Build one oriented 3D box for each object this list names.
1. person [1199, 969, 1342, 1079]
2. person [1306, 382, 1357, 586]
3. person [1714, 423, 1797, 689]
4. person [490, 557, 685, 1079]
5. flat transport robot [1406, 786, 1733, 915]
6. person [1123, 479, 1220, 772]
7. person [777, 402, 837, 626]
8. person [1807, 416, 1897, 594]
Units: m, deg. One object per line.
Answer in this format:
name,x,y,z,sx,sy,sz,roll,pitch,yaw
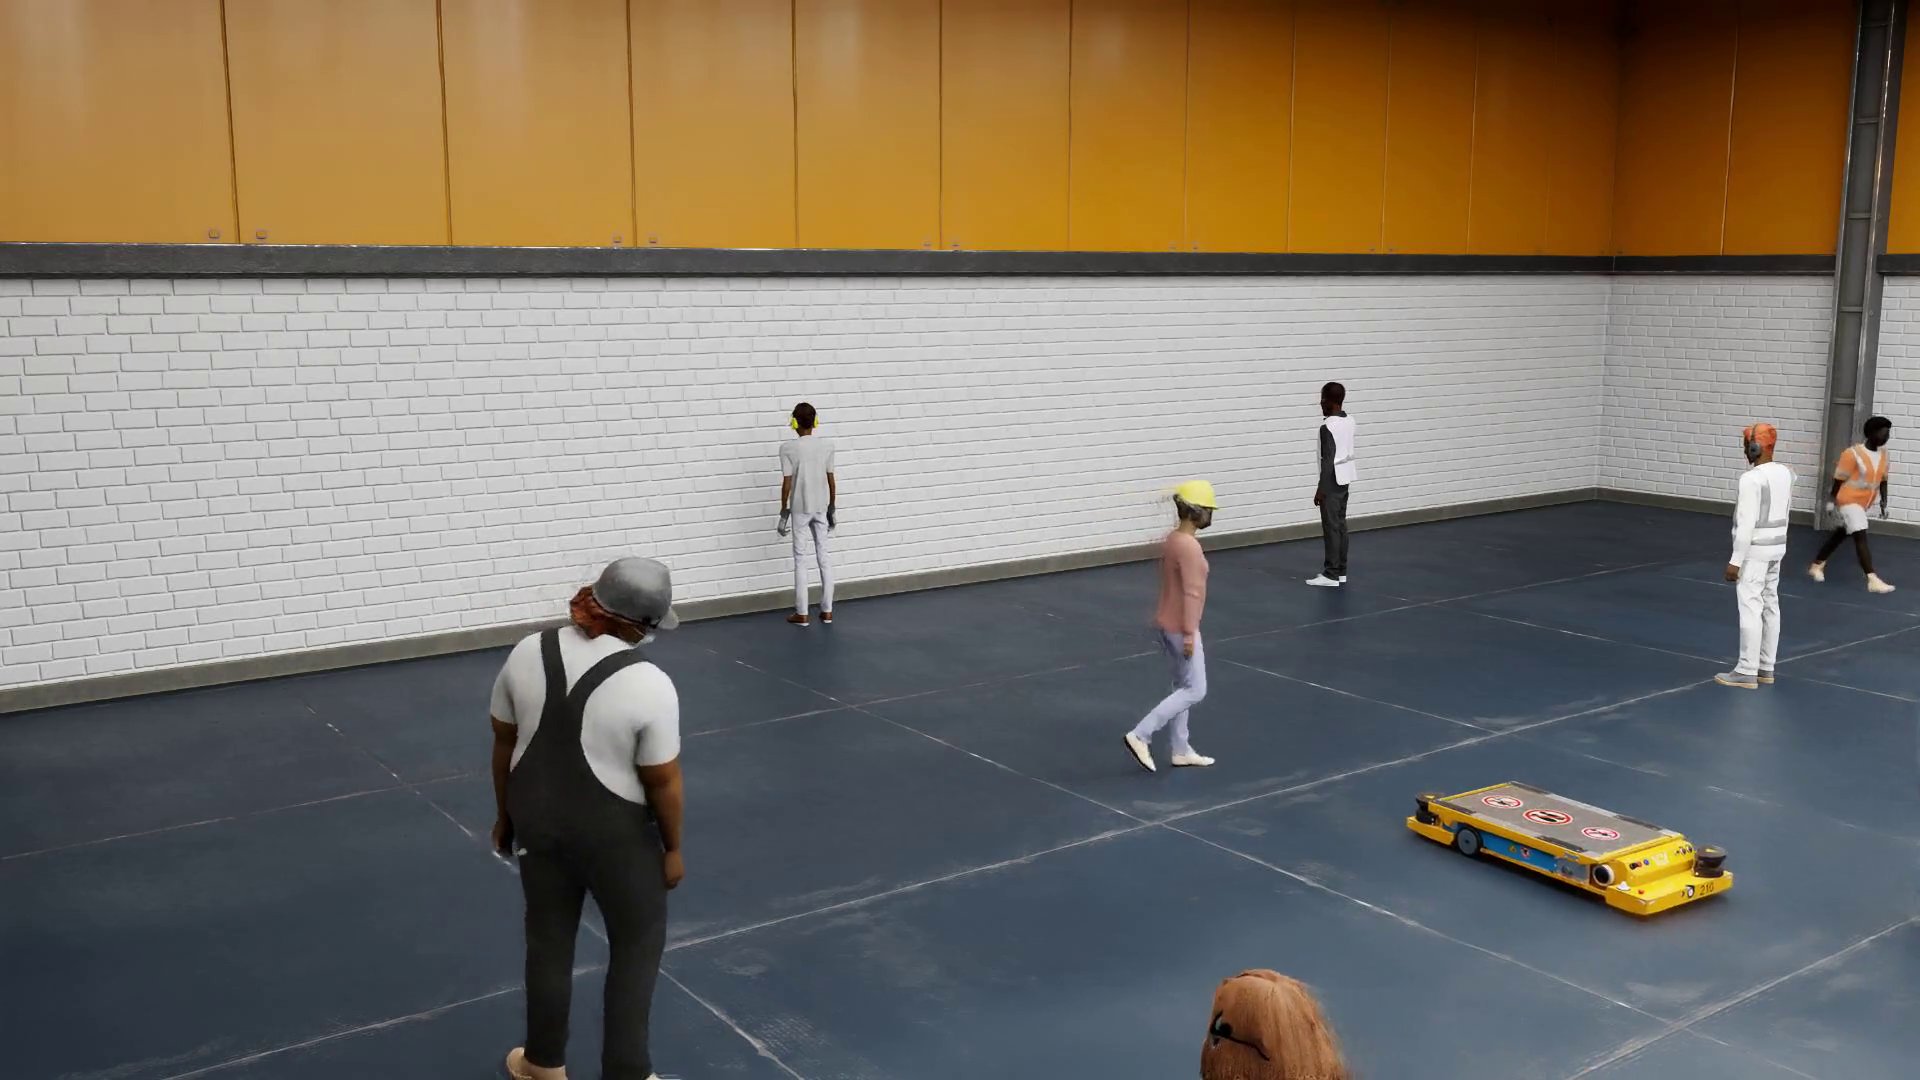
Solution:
person,0.553,1.625,3.339,0.650,1.611,0.510,8,12,40
person,3.504,-0.524,15.590,0.391,1.920,0.593,6,11,31
person,5.642,0.109,11.785,0.574,1.887,0.355,-6,11,-34
person,-1.327,0.982,5.928,0.807,2.000,0.534,3,10,18
flat transport robot,2.989,1.486,8.259,0.652,0.197,1.431,-6,11,-32
person,1.267,0.511,9.740,0.506,1.740,0.538,-1,9,-8
person,-1.279,-0.211,13.864,0.545,1.865,0.369,-4,10,-25
person,8.308,-0.354,15.456,0.537,1.626,0.941,-4,10,-25
